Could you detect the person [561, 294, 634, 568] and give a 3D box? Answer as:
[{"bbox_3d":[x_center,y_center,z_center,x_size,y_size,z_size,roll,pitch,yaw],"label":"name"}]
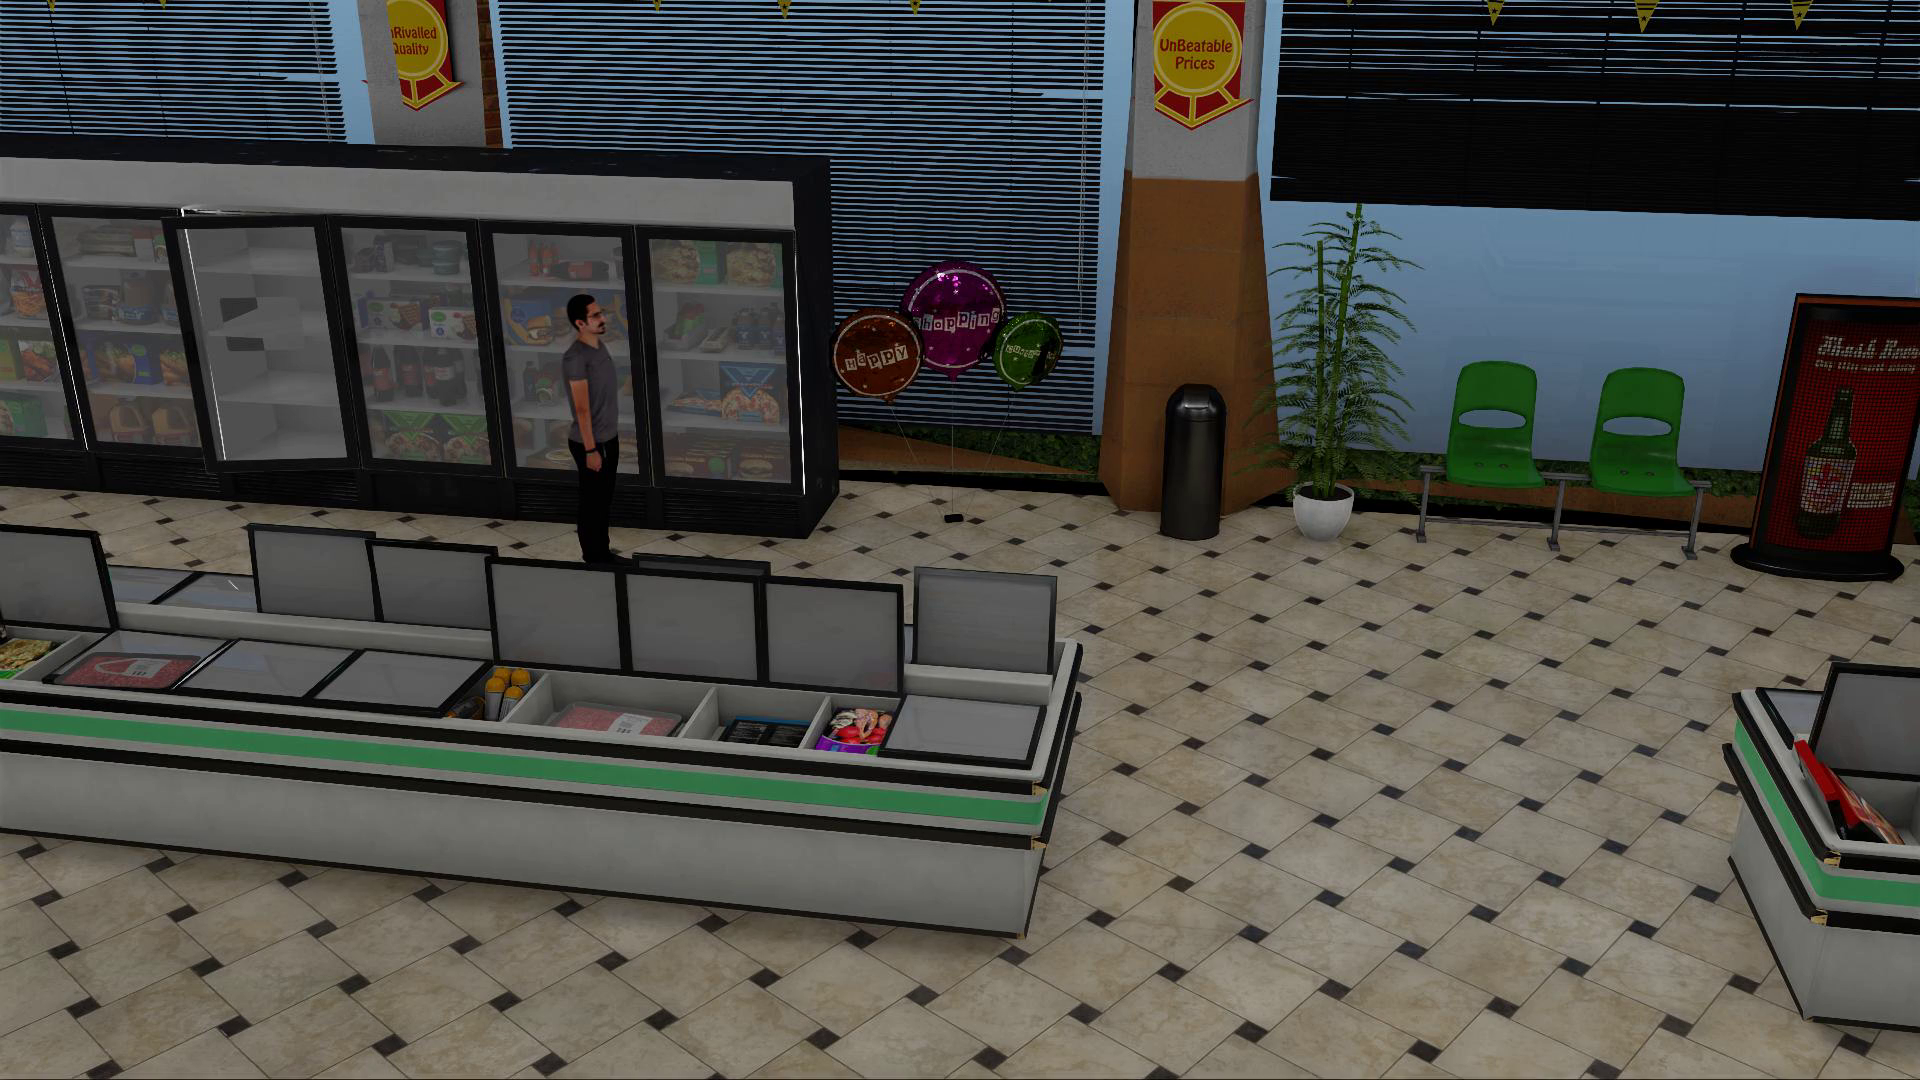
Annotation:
[{"bbox_3d":[-2.174,-0.600,9.885,0.590,1.755,0.652,0,22,1],"label":"person"}]
